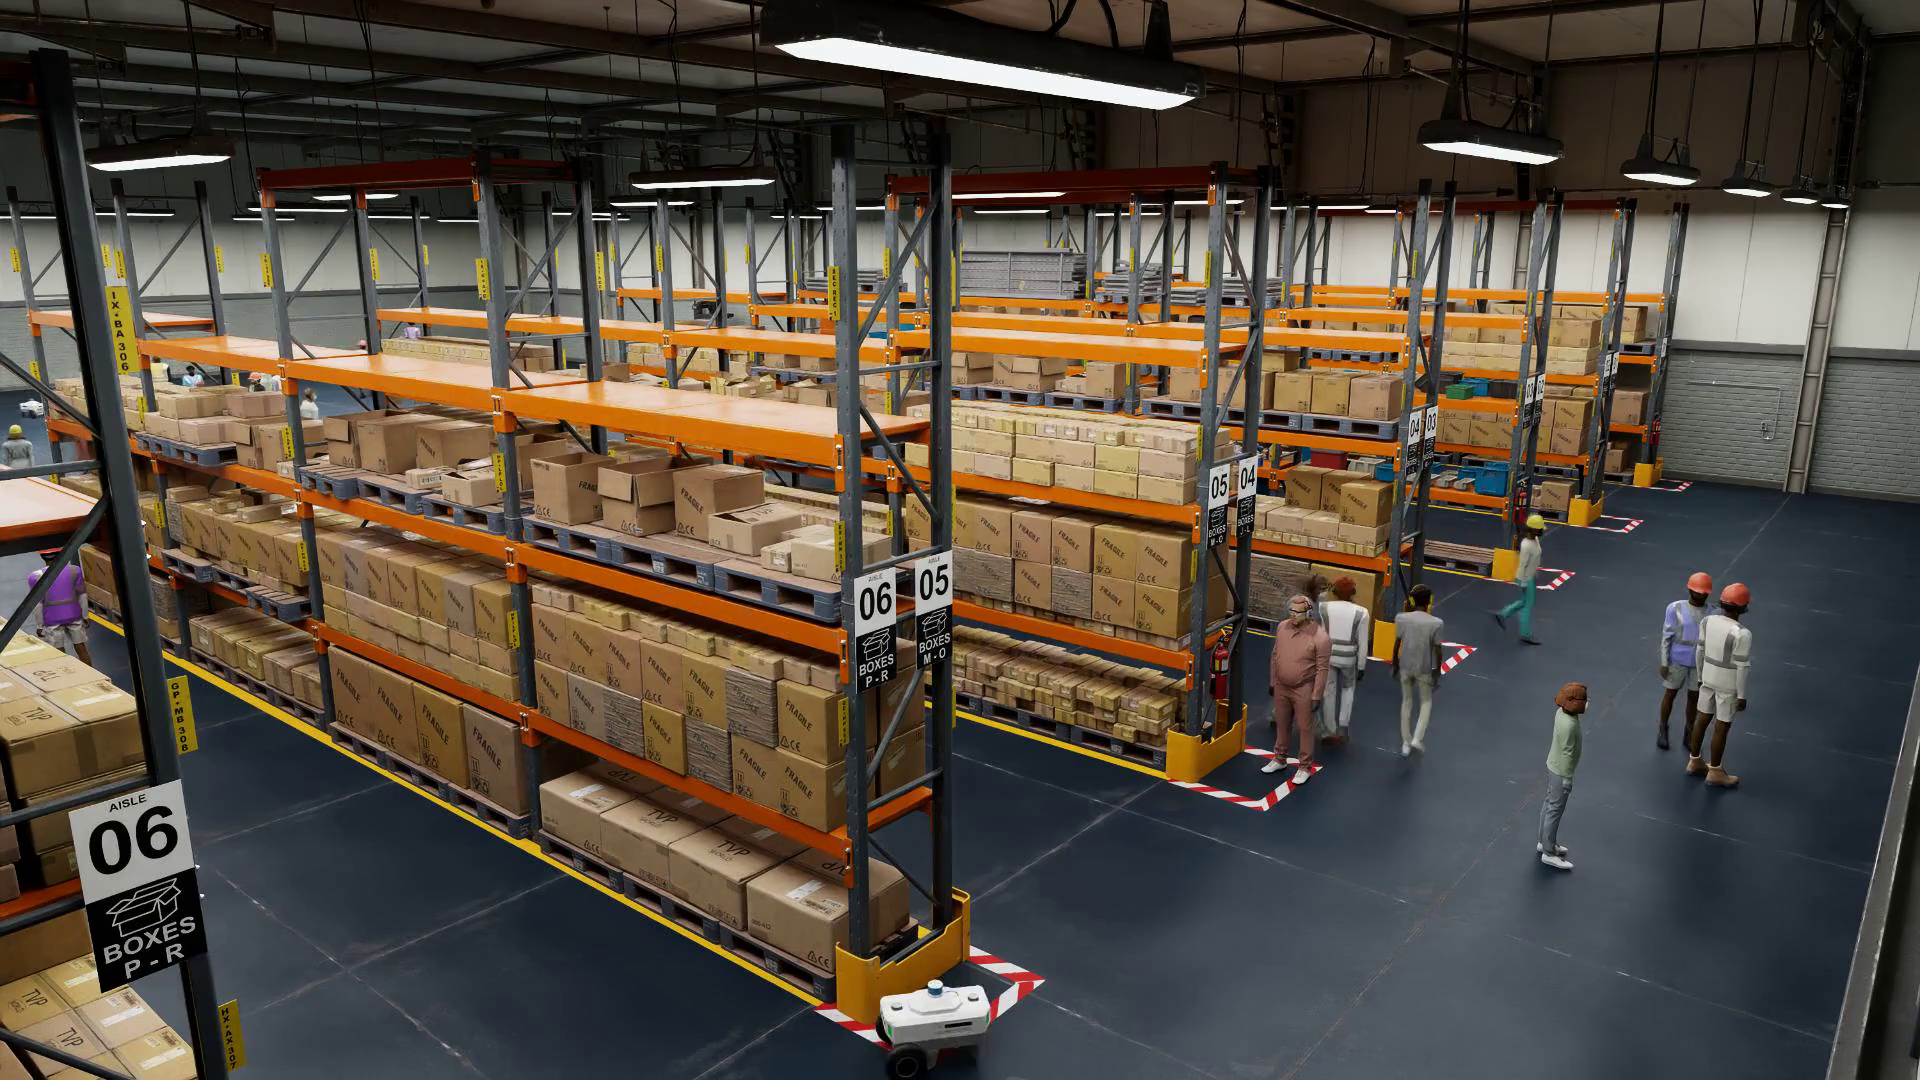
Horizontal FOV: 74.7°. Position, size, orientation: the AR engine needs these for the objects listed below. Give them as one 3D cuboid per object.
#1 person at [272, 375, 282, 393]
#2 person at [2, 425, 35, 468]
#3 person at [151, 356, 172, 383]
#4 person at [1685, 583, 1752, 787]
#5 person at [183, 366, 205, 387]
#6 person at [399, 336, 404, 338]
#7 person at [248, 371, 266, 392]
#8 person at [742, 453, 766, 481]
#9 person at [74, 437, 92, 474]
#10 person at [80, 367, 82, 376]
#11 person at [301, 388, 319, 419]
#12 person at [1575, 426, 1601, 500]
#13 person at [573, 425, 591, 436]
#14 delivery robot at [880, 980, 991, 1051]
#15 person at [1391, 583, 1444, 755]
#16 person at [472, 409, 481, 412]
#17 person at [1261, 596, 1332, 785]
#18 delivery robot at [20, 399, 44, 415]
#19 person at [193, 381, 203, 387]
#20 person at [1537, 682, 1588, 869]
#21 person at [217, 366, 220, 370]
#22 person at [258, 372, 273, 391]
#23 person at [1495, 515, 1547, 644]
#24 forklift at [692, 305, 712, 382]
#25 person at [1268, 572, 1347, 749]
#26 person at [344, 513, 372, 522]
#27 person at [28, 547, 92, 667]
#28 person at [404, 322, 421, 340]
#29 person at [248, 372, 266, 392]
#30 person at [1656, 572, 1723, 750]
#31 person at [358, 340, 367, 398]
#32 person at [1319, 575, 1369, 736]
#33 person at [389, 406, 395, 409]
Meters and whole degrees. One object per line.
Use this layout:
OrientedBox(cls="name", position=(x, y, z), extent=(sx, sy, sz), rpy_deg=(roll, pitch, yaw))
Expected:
OrientedBox(cls="person", position=(-18.542, -3.915, 34.670), extent=(0.605, 1.950, 0.380), rpy_deg=(-4, 14, -15))
OrientedBox(cls="person", position=(-18.618, -1.431, 24.955), extent=(0.495, 1.708, 0.846), rpy_deg=(-9, 16, -33))
OrientedBox(cls="person", position=(-24.321, -4.724, 38.314), extent=(0.623, 1.794, 0.963), rpy_deg=(-6, 15, -24))
OrientedBox(cls="person", position=(7.590, 1.420, 12.520), extent=(0.362, 2.046, 0.614), rpy_deg=(-2, 14, -10))
OrientedBox(cls="person", position=(-22.323, -4.268, 36.739), extent=(0.867, 1.652, 0.536), rpy_deg=(13, 19, 42))
OrientedBox(cls="person", position=(-18.640, -5.800, 42.326), extent=(0.537, 2.000, 0.682), rpy_deg=(3, 14, 12))
OrientedBox(cls="person", position=(-19.247, -3.793, 34.548), extent=(0.964, 1.782, 0.627), rpy_deg=(-12, 18, -40))
OrientedBox(cls="person", position=(-3.433, -0.517, 20.867), extent=(0.492, 1.866, 0.592), rpy_deg=(11, 17, 37))
OrientedBox(cls="person", position=(-16.954, -1.419, 24.417), extent=(0.634, 1.958, 0.929), rpy_deg=(6, 15, 23))
OrientedBox(cls="person", position=(-26.319, -4.535, 37.956), extent=(0.775, 1.598, 0.508), rpy_deg=(-10, 17, -36))
OrientedBox(cls="person", position=(-15.140, -2.577, 29.266), extent=(0.881, 1.911, 0.633), rpy_deg=(-2, 14, -6))
OrientedBox(cls="person", position=(12.585, -1.660, 25.299), extent=(0.614, 1.994, 0.381), rpy_deg=(-10, 17, -37))
OrientedBox(cls="person", position=(-8.404, -2.348, 28.267), extent=(0.542, 1.931, 0.375), rpy_deg=(-2, 14, -9))
OrientedBox(cls="delivery robot", position=(-0.161, 3.161, 8.362), extent=(0.707, 0.478, 0.477), rpy_deg=(-3, 14, -11))
OrientedBox(cls="person", position=(4.787, 1.356, 13.224), extent=(0.512, 1.847, 0.377), rpy_deg=(7, 15, 28))
OrientedBox(cls="person", position=(-12.256, -3.079, 31.446), extent=(0.641, 1.852, 1.043), rpy_deg=(-11, 17, -38))
OrientedBox(cls="person", position=(3.347, 1.478, 12.575), extent=(0.410, 1.909, 0.643), rpy_deg=(-11, 18, -39))
OrientedBox(cls="delivery robot", position=(-27.829, -3.994, 37.797), extent=(0.707, 0.478, 0.477), rpy_deg=(5, 15, 19))
OrientedBox(cls="person", position=(-18.653, -3.016, 31.179), extent=(0.977, 1.865, 0.644), rpy_deg=(4, 14, 15))
OrientedBox(cls="person", position=(5.246, 2.014, 10.939), extent=(0.279, 1.634, 0.499), rpy_deg=(5, 14, 19))
OrientedBox(cls="person", position=(-26.548, -6.391, 45.383), extent=(0.319, 1.695, 0.538), rpy_deg=(5, 15, 20))
OrientedBox(cls="person", position=(-20.040, -4.287, 36.203), extent=(0.603, 1.949, 0.389), rpy_deg=(3, 14, 13))
OrientedBox(cls="person", position=(7.584, 0.499, 16.905), extent=(0.578, 1.750, 0.539), rpy_deg=(10, 17, 35))
OrientedBox(cls="forklift", position=(-9.511, -7.392, 47.124), extent=(1.873, 2.768, 1.129), rpy_deg=(11, 17, 38))
OrientedBox(cls="person", position=(3.778, 1.267, 13.472), extent=(1.026, 1.886, 0.637), rpy_deg=(13, 19, 43))
OrientedBox(cls="person", position=(-11.388, -1.205, 23.831), extent=(0.617, 1.807, 0.753), rpy_deg=(9, 16, 32))
OrientedBox(cls="person", position=(-10.581, 0.916, 14.827), extent=(0.368, 1.933, 0.552), rpy_deg=(11, 17, 37))
OrientedBox(cls="person", position=(-22.265, -8.011, 51.316), extent=(0.614, 2.047, 0.361), rpy_deg=(-4, 14, -14))
OrientedBox(cls="person", position=(-17.678, -3.247, 31.824), extent=(0.378, 1.996, 0.611), rpy_deg=(-5, 15, -20))
OrientedBox(cls="person", position=(7.725, 1.275, 13.347), extent=(0.547, 1.937, 0.360), rpy_deg=(4, 14, 15))
OrientedBox(cls="person", position=(-20.017, -5.759, 42.381), extent=(0.568, 1.891, 0.957), rpy_deg=(0, 14, 1))
OrientedBox(cls="person", position=(4.076, 1.263, 13.543), extent=(0.568, 1.856, 0.623), rpy_deg=(4, 14, 18))
OrientedBox(cls="person", position=(-14.185, -3.070, 31.433), extent=(0.541, 1.885, 0.548), rpy_deg=(-1, 14, -2))
